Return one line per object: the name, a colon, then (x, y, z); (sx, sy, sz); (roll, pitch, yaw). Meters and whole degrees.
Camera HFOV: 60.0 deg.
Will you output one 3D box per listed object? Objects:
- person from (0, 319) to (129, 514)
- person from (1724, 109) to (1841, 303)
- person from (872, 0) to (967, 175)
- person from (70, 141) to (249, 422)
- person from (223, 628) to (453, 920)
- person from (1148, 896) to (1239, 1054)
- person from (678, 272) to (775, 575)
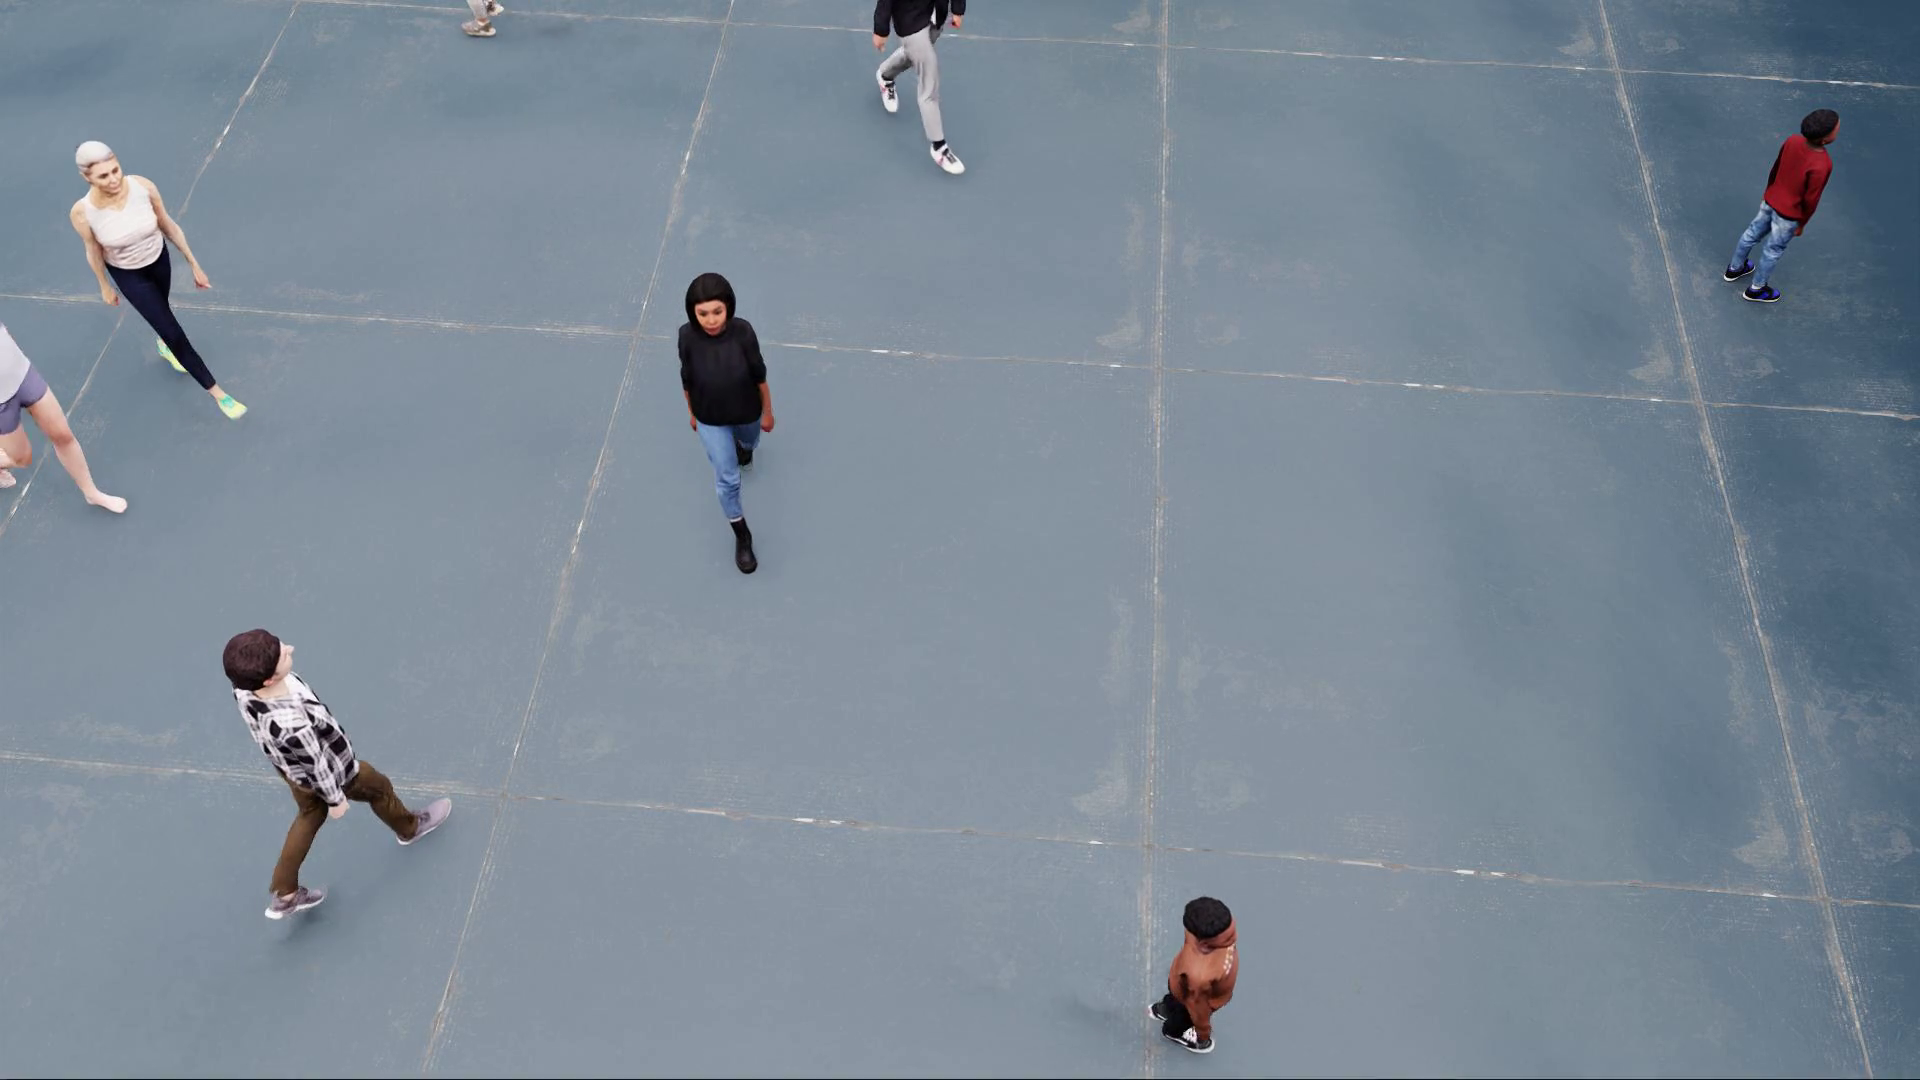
person: (-4.730, -0.749, 8.110); (1.010, 1.746, 0.726); (15, 54, 11)
person: (4.615, -1.882, 9.296); (0.594, 1.256, 0.574); (-15, 54, -11)
person: (-0.290, -3.201, 9.914); (1.300, 1.896, 1.342); (-30, 58, -21)
person: (-4.307, -1.433, 8.698); (1.253, 1.653, 1.073); (36, 60, 24)
person: (-2.695, 0.958, 6.768); (1.151, 1.778, 1.102); (32, 59, 22)
person: (0.873, 1.711, 6.521); (0.597, 1.246, 0.582); (15, 54, 11)
person: (-1.129, -0.679, 8.105); (1.113, 1.668, 0.858); (-10, 53, -8)
